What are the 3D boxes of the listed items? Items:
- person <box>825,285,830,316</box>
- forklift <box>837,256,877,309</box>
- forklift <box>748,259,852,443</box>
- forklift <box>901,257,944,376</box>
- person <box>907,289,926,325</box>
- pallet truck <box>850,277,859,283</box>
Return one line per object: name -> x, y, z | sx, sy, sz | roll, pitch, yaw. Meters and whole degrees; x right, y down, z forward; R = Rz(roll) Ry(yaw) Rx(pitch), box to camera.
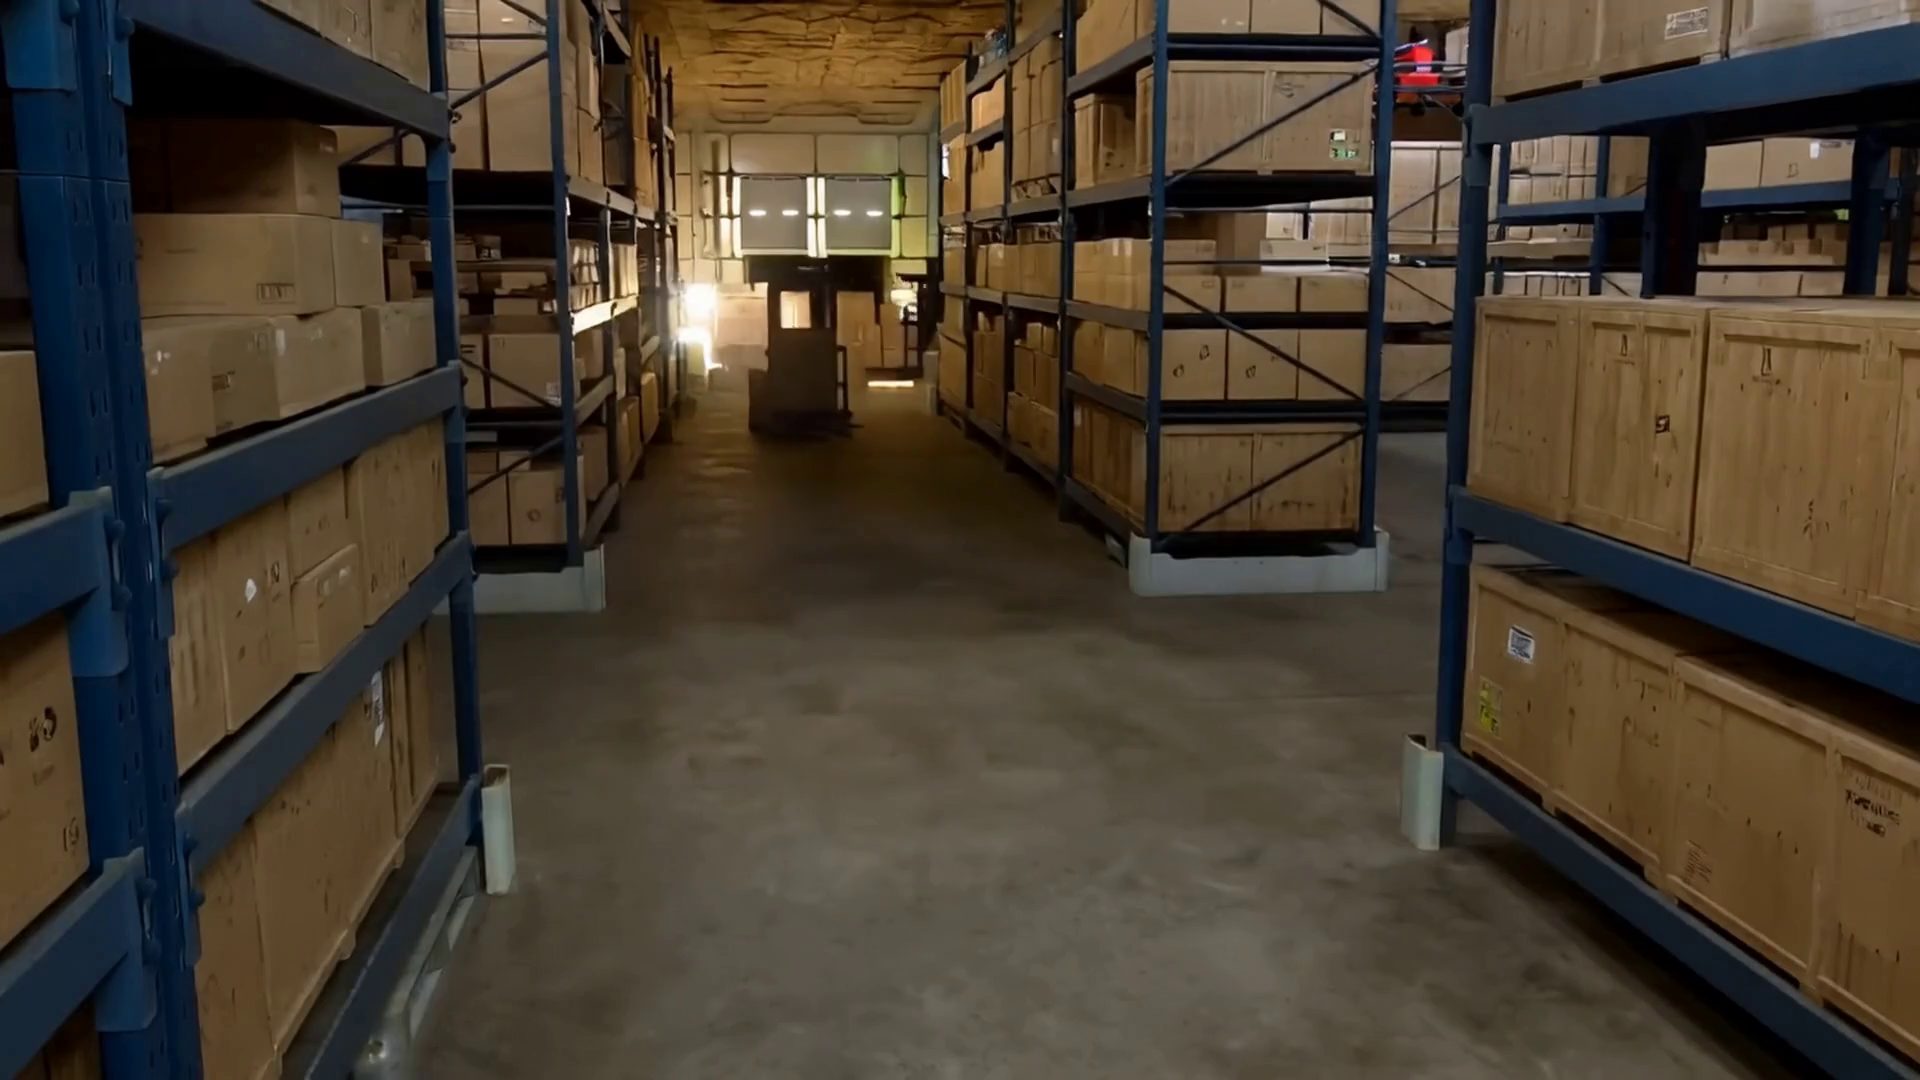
person -> -4.312, -7.414, 54.509 | 0.629, 1.931, 0.383 | 3, 10, 19
forklift -> -3.654, -8.205, 56.335 | 1.129, 2.768, 1.873 | -6, 12, -33
forklift -> -2.577, -3.015, 26.118 | 1.129, 2.768, 1.873 | -5, 11, -25
forklift -> -0.345, -5.250, 39.129 | 1.873, 2.768, 1.129 | 9, 13, 41
person -> -1.297, -6.558, 49.671 | 0.563, 1.885, 1.012 | -4, 11, -22
pallet truck -> -3.782, -9.391, 65.808 | 1.885, 1.965, 0.823 | 2, 10, 10
